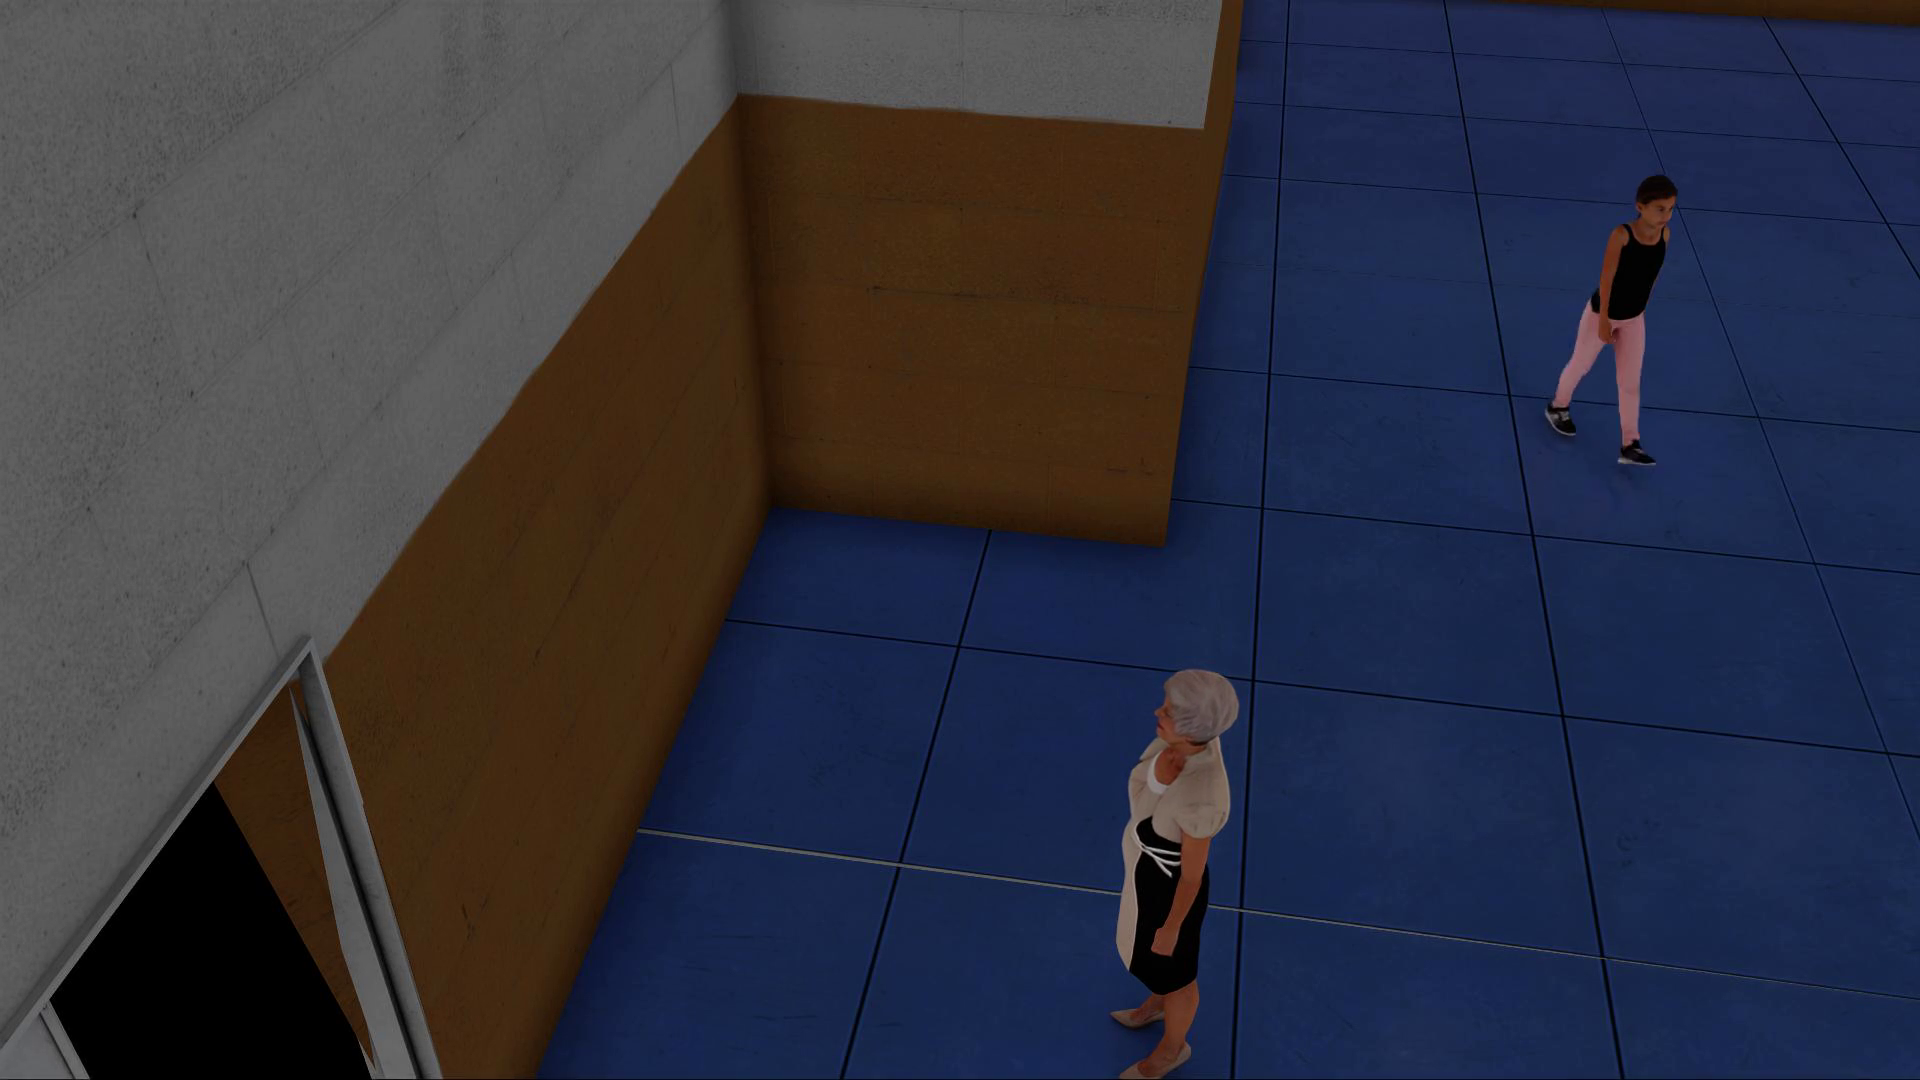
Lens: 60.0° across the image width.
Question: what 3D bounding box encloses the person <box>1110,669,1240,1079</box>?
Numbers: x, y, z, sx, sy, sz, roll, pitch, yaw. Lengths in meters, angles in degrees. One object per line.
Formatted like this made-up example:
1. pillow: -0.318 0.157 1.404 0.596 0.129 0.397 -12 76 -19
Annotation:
1. person: 0.687 1.096 5.327 0.587 1.756 0.658 0 37 0

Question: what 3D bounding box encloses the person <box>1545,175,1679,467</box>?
1. person: 3.310 -1.163 8.536 0.991 1.518 0.827 -6 37 -9
